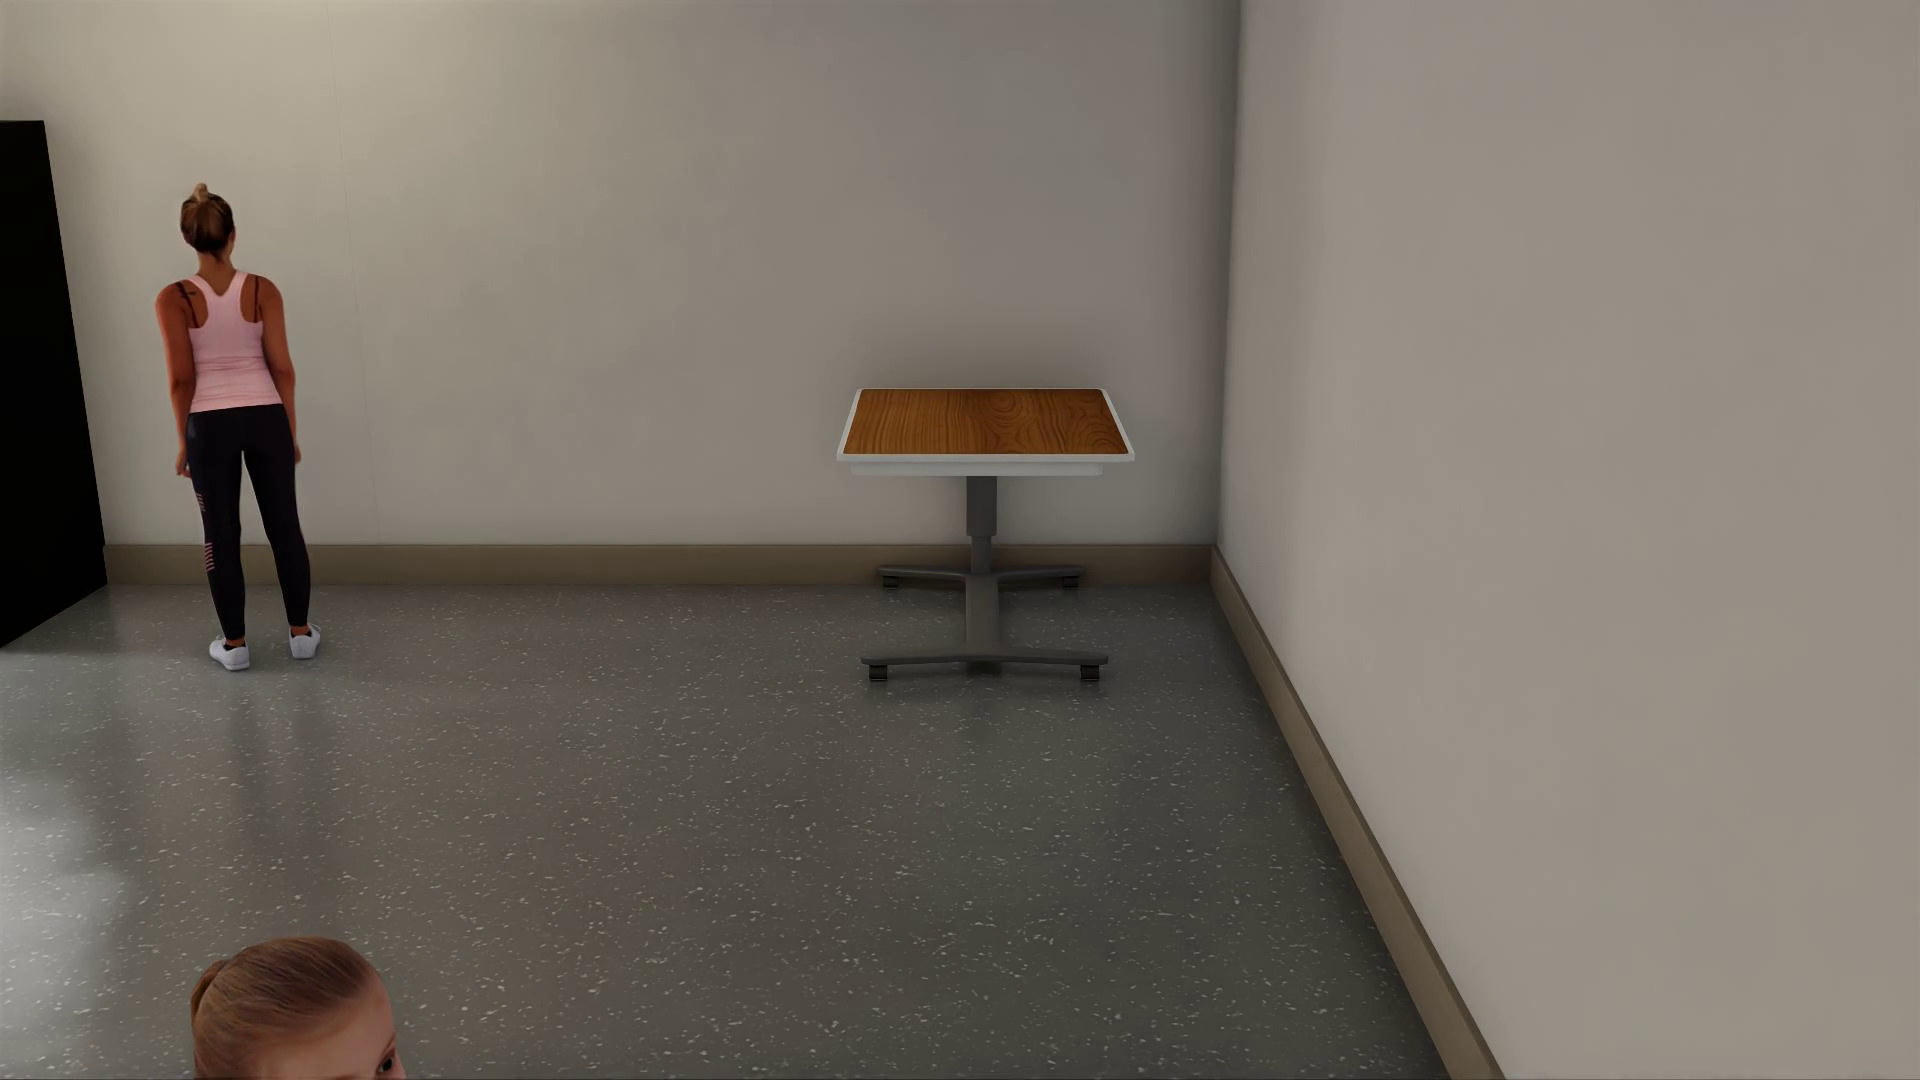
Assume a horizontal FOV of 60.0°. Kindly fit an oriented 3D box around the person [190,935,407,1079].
[{"bbox_3d":[-0.569,0.966,1.602,0.613,1.276,0.580,7,17,22],"label":"person"}]

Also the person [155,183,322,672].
[{"bbox_3d":[-2.461,-0.380,5.673,0.609,1.665,0.707,-9,18,-29],"label":"person"}]
